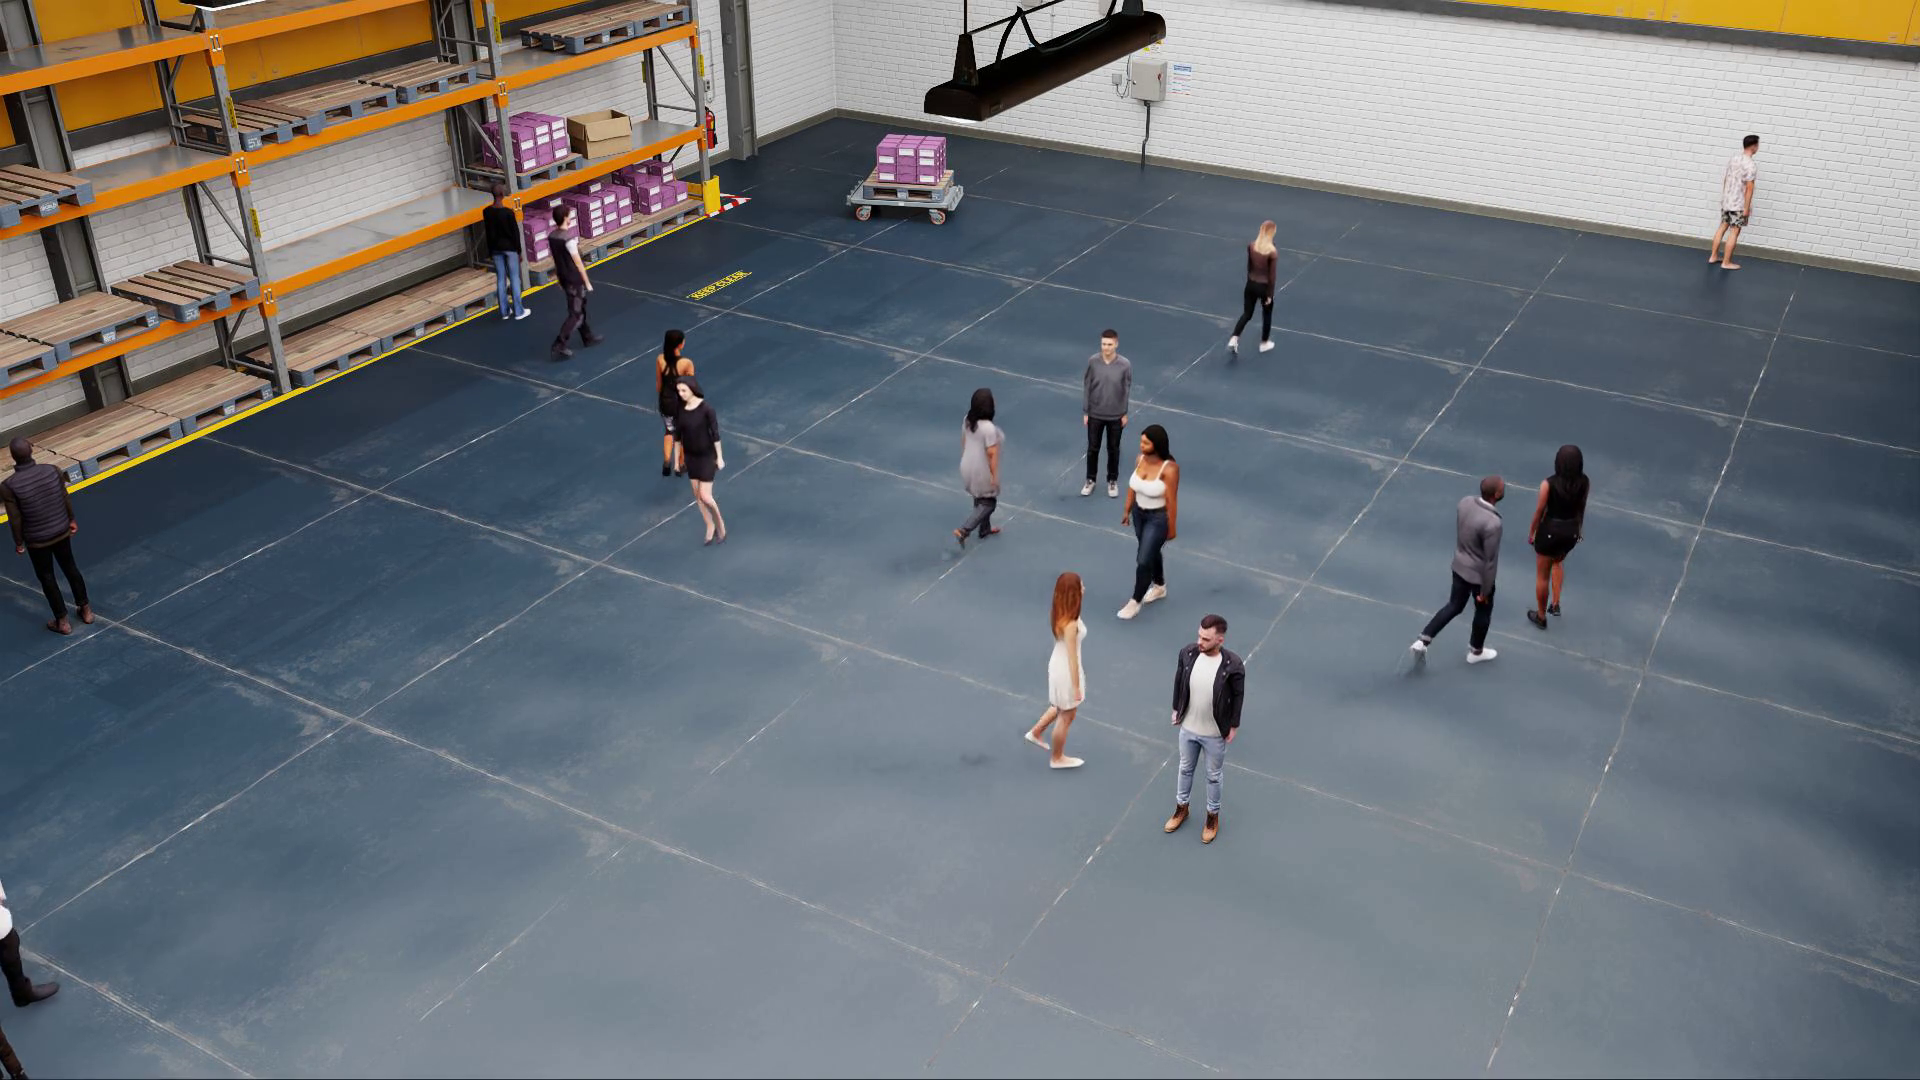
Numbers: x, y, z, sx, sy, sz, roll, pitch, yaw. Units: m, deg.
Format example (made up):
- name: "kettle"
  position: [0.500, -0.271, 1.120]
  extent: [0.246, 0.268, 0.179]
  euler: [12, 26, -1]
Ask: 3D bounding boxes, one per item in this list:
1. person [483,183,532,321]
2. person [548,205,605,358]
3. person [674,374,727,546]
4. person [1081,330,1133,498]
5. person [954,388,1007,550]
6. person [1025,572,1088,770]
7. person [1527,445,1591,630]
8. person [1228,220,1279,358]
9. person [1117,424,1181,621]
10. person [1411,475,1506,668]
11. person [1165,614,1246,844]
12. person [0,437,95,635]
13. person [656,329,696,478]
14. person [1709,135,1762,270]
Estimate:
- name: "person"
  position: [-5.774, -3.659, 21.071]
  extent: [0.665, 1.747, 0.651]
  euler: [5, 29, 9]
- name: "person"
  position: [-4.698, -3.076, 19.918]
  extent: [1.123, 1.827, 0.892]
  euler: [-22, 35, -34]
- name: "person"
  position: [-2.401, -0.776, 15.747]
  extent: [0.607, 1.785, 0.589]
  euler: [12, 31, 21]
- name: "person"
  position: [1.468, -1.280, 16.697]
  extent: [0.686, 1.760, 0.649]
  euler: [4, 29, 8]
- name: "person"
  position: [0.150, -0.660, 15.736]
  extent: [0.988, 1.591, 0.819]
  euler: [-20, 35, -32]
- name: "person"
  position: [0.703, 1.007, 12.566]
  extent: [0.803, 1.700, 0.762]
  euler: [-1, 29, -2]
- name: "person"
  position: [5.194, 0.018, 14.350]
  extent: [0.725, 1.728, 0.773]
  euler: [-4, 29, -8]
- name: "person"
  position: [3.521, -2.976, 19.888]
  extent: [0.786, 1.680, 1.111]
  euler: [25, 37, 38]
- name: "person"
  position: [1.772, -0.208, 14.702]
  extent: [1.046, 1.788, 0.894]
  euler: [-18, 33, -30]
- name: "person"
  position: [4.175, 0.288, 13.786]
  extent: [1.209, 1.794, 1.092]
  euler: [-11, 31, -20]
- name: "person"
  position: [1.750, 1.312, 11.867]
  extent: [0.657, 1.835, 0.527]
  euler: [14, 32, 24]
- name: "person"
  position: [-7.900, -0.053, 14.368]
  extent: [0.774, 1.836, 0.518]
  euler: [18, 34, 30]
- name: "person"
  position: [-2.919, -1.358, 16.949]
  extent: [0.736, 1.655, 0.863]
  euler: [5, 29, 9]
- name: "person"
  position: [10.647, -4.652, 22.822]
  extent: [0.796, 1.814, 0.737]
  euler: [-7, 29, -13]
